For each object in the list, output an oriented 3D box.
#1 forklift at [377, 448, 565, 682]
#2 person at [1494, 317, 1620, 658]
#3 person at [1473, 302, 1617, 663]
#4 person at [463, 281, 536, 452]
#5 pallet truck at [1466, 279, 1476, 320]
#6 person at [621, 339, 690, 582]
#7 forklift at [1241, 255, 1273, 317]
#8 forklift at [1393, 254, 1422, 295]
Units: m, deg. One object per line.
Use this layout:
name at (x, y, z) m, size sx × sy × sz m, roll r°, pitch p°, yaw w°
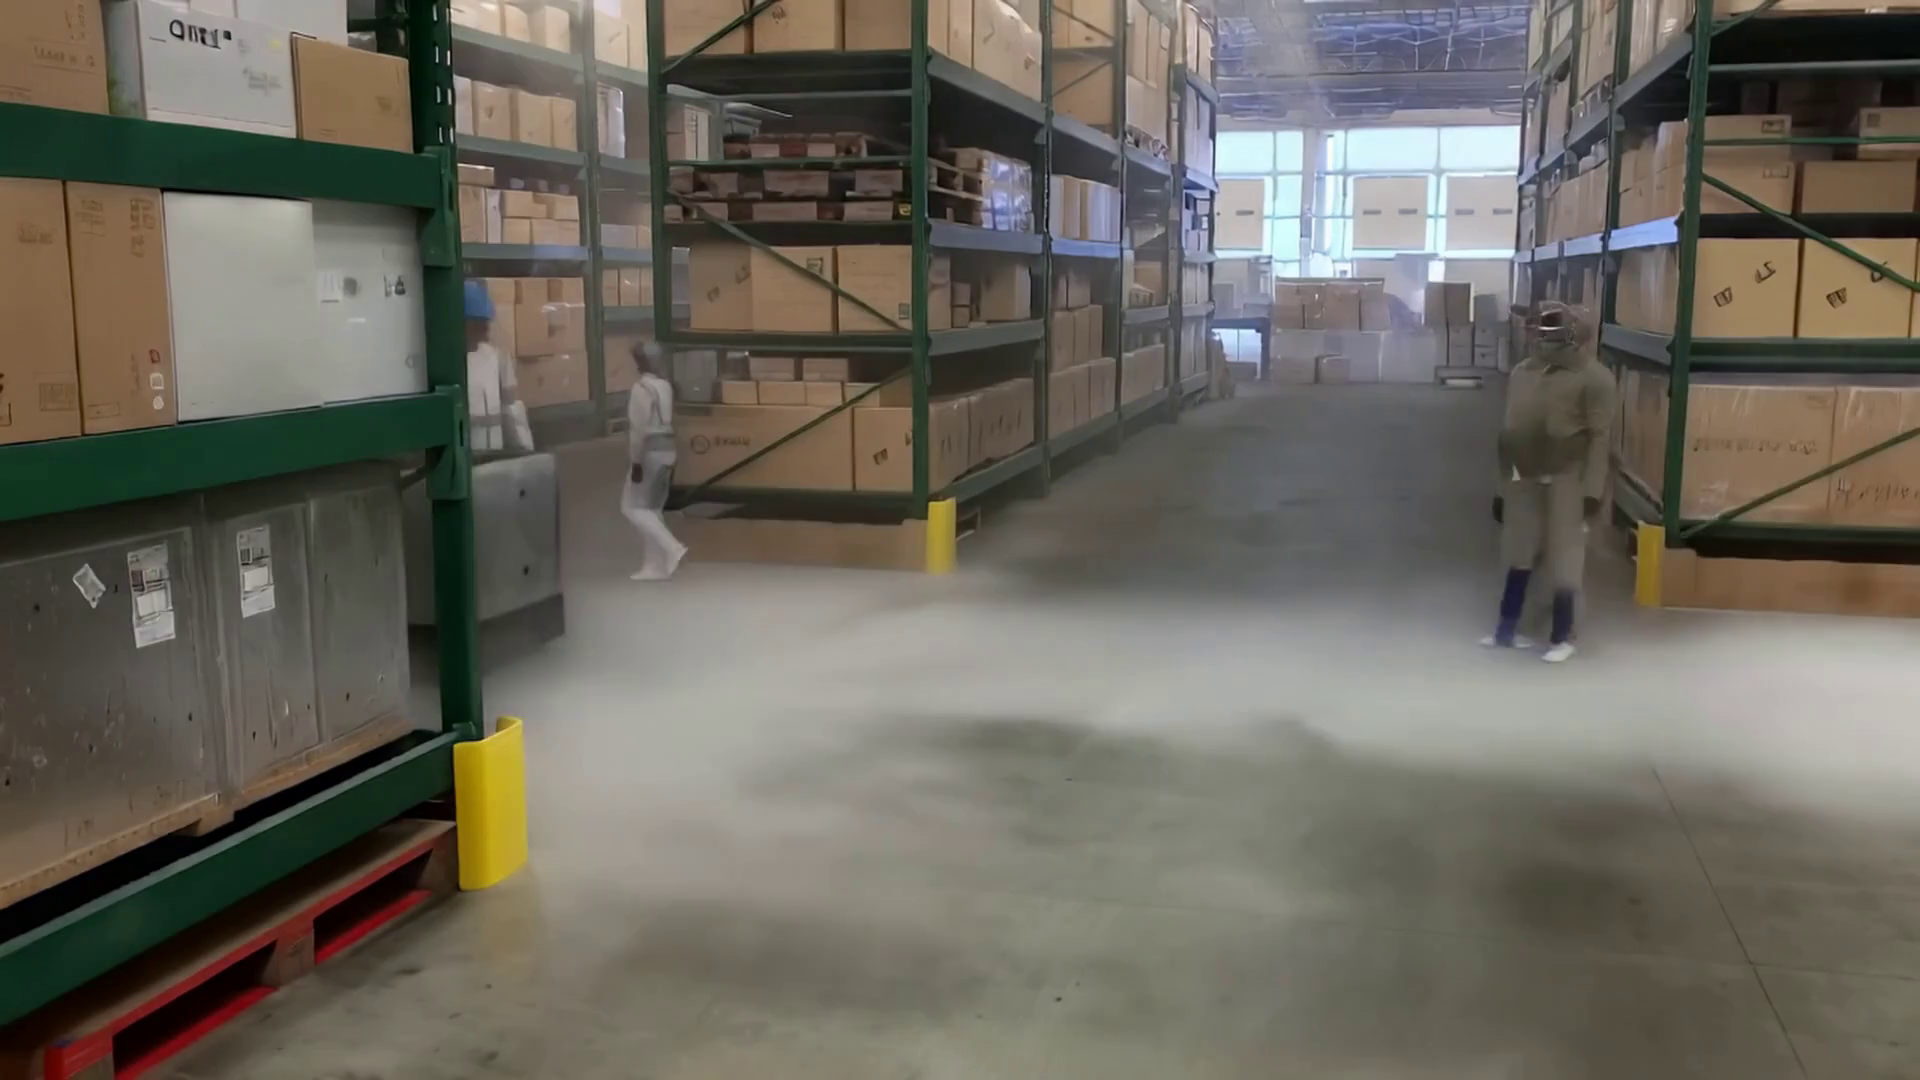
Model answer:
forklift at (-3.175, -0.774, 8.693) m, size 1.873 × 2.768 × 1.129 m, roll 2°, pitch 9°, yaw 15°
person at (3.151, -0.270, 8.836) m, size 0.533 × 1.829 × 0.674 m, roll -7°, pitch 11°, yaw -37°
person at (3.089, -0.300, 8.829) m, size 0.405 × 1.899 × 0.723 m, roll -7°, pitch 11°, yaw -36°
person at (-2.668, -0.439, 9.354) m, size 1.012 × 1.998 × 0.630 m, roll 6°, pitch 11°, yaw 33°
pallet truck at (18.896, -8.459, 60.307) m, size 1.885 × 1.965 × 0.823 m, roll 5°, pitch 10°, yaw 31°
person at (-2.025, -0.515, 11.009) m, size 0.406 × 1.621 × 0.529 m, roll 2°, pitch 9°, yaw 13°
forklift at (10.551, -8.662, 58.805) m, size 1.129 × 2.768 × 1.873 m, roll 2°, pitch 9°, yaw 15°
forklift at (14.750, -8.054, 54.939) m, size 1.129 × 2.768 × 1.873 m, roll -2°, pitch 9°, yaw -13°
